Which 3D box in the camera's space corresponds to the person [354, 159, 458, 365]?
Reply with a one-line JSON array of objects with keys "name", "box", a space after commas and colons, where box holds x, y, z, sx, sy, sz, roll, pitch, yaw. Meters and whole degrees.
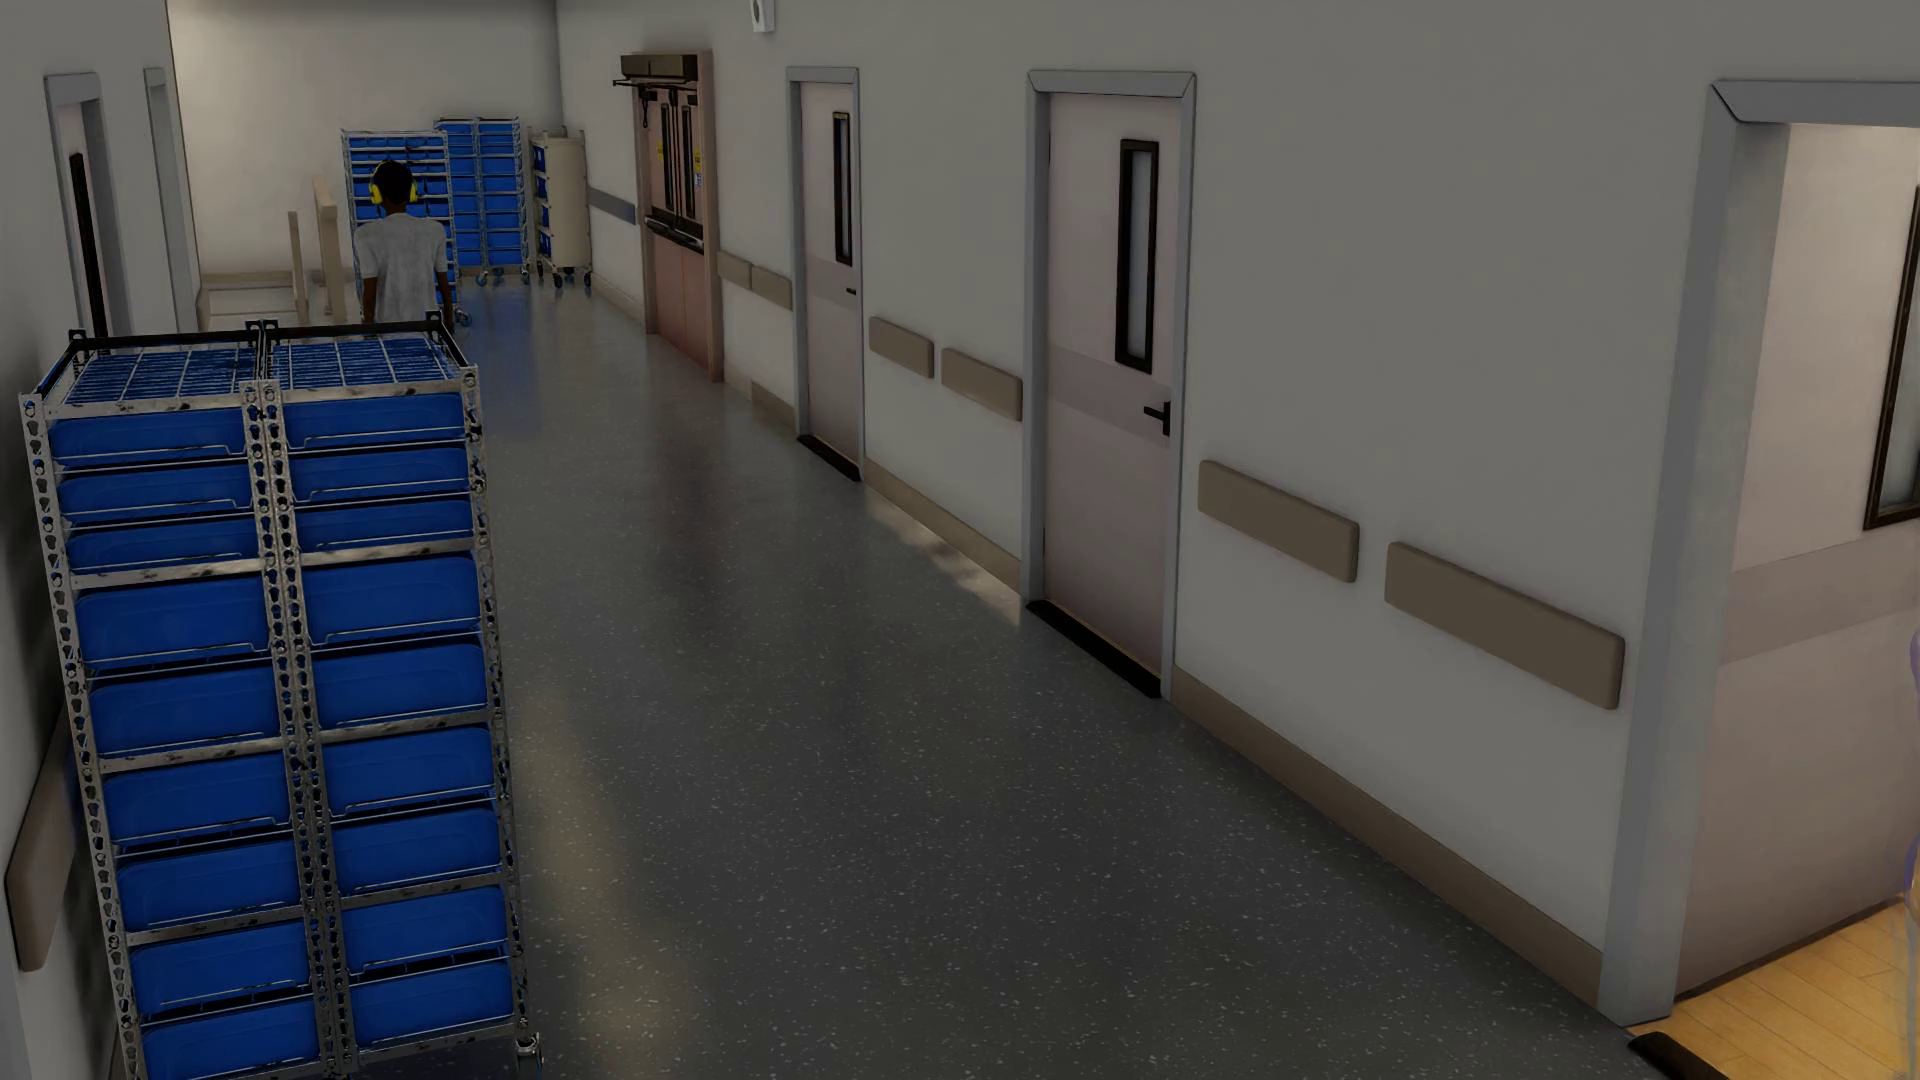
[{"name": "person", "box": [-2.966, -1.090, 8.944, 0.535, 1.864, 0.309, -13, 21, -38]}]
